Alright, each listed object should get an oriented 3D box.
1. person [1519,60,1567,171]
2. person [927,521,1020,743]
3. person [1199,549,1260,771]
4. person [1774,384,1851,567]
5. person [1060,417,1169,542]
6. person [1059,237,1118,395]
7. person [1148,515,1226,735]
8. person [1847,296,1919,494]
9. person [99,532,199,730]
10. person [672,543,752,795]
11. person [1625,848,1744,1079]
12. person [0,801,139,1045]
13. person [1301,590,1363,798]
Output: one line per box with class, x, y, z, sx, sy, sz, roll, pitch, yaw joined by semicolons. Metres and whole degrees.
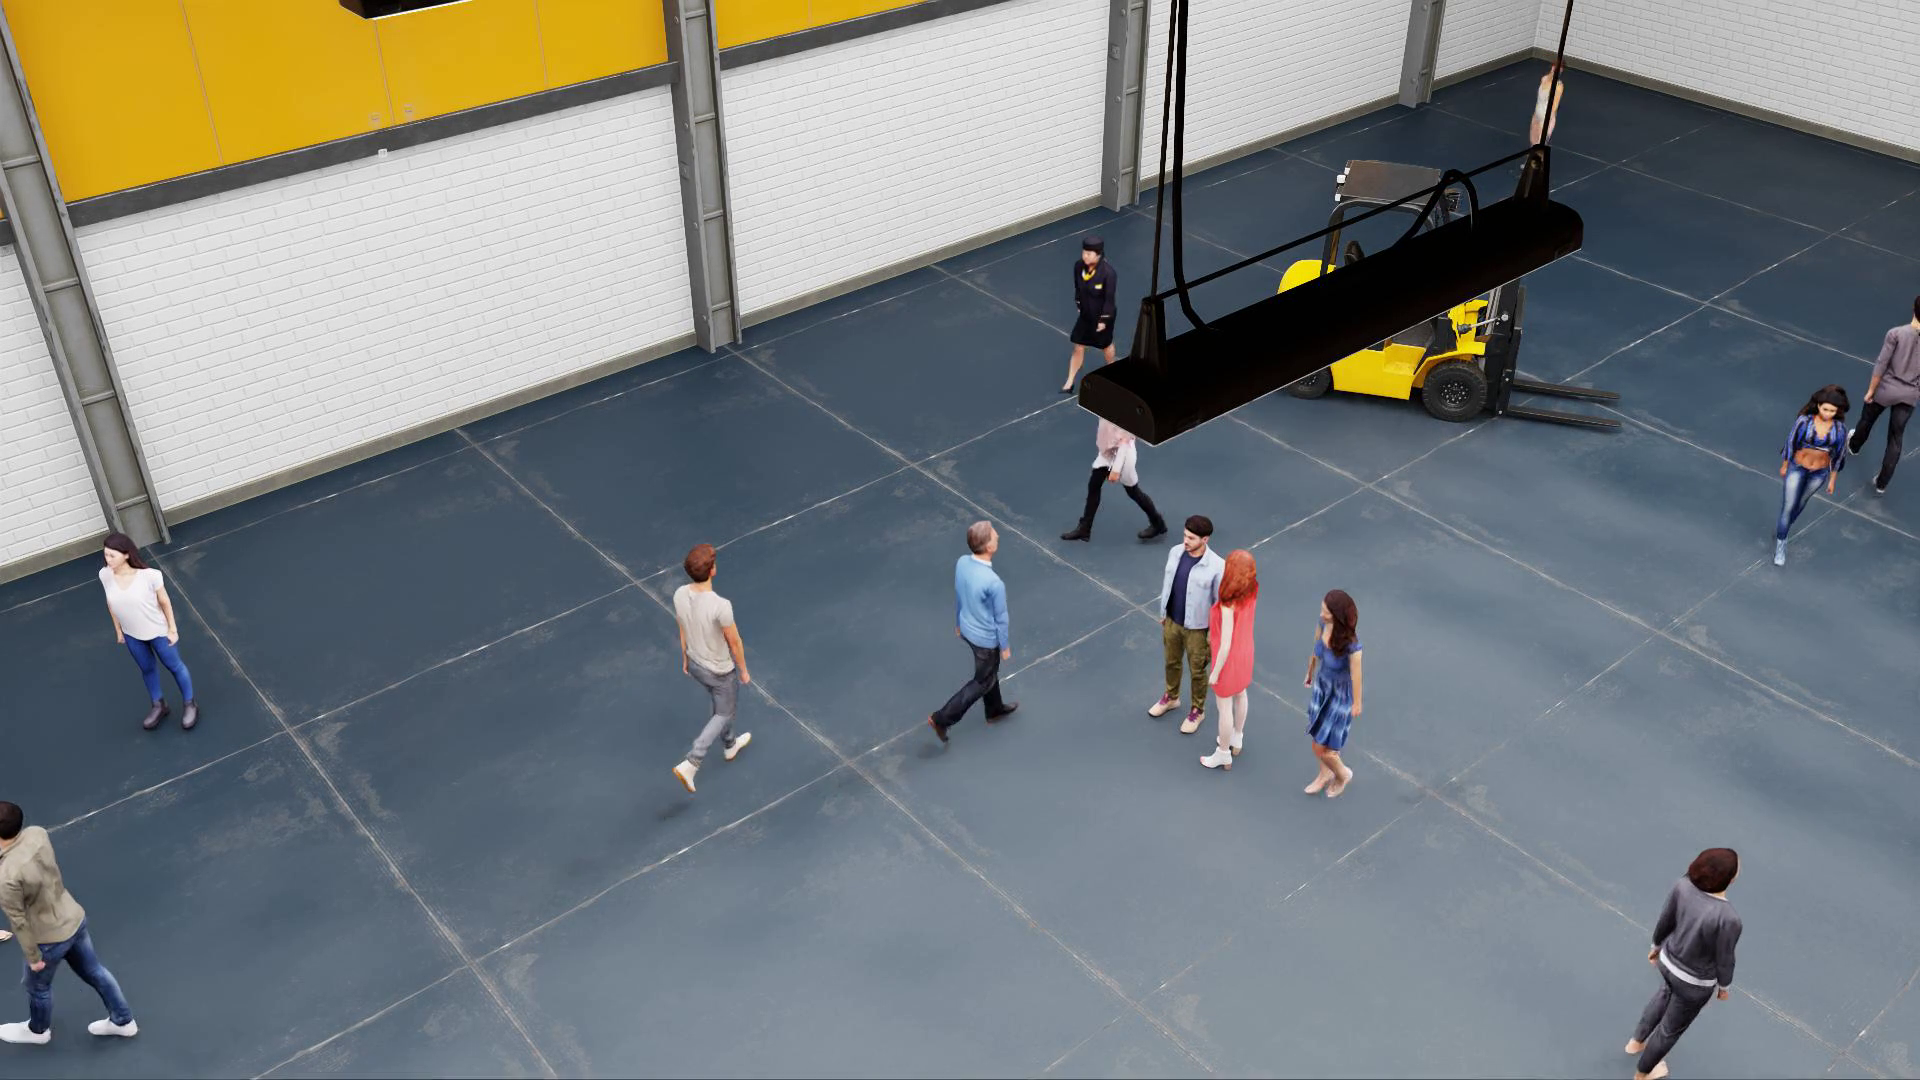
person;7.478;-5.412;21.320;0.677;1.613;0.786;-4;34;-6
person;0.099;0.687;11.975;1.104;1.800;0.764;-20;38;-27
person;1.920;0.843;11.717;0.693;1.827;0.526;23;40;30
person;7.184;-0.603;14.109;0.926;1.587;1.079;10;35;15
person;1.451;-0.702;14.103;1.264;1.759;1.077;-3;34;-4
person;1.415;-2.241;16.529;0.832;1.635;1.091;23;40;31
person;1.678;0.595;12.105;0.698;1.810;0.590;28;43;35
person;8.432;-1.283;14.936;1.115;1.803;1.279;9;35;14
person;-5.912;0.663;12.116;0.667;1.684;0.739;0;34;1
person;-1.780;0.917;11.565;0.860;1.871;1.168;22;39;29
person;4.036;2.446;9.370;0.711;1.754;0.690;-14;36;-19
person;-5.151;2.250;9.593;1.164;1.834;1.087;1;34;1
person;2.621;1.083;11.394;0.779;1.784;0.752;-11;35;-16
